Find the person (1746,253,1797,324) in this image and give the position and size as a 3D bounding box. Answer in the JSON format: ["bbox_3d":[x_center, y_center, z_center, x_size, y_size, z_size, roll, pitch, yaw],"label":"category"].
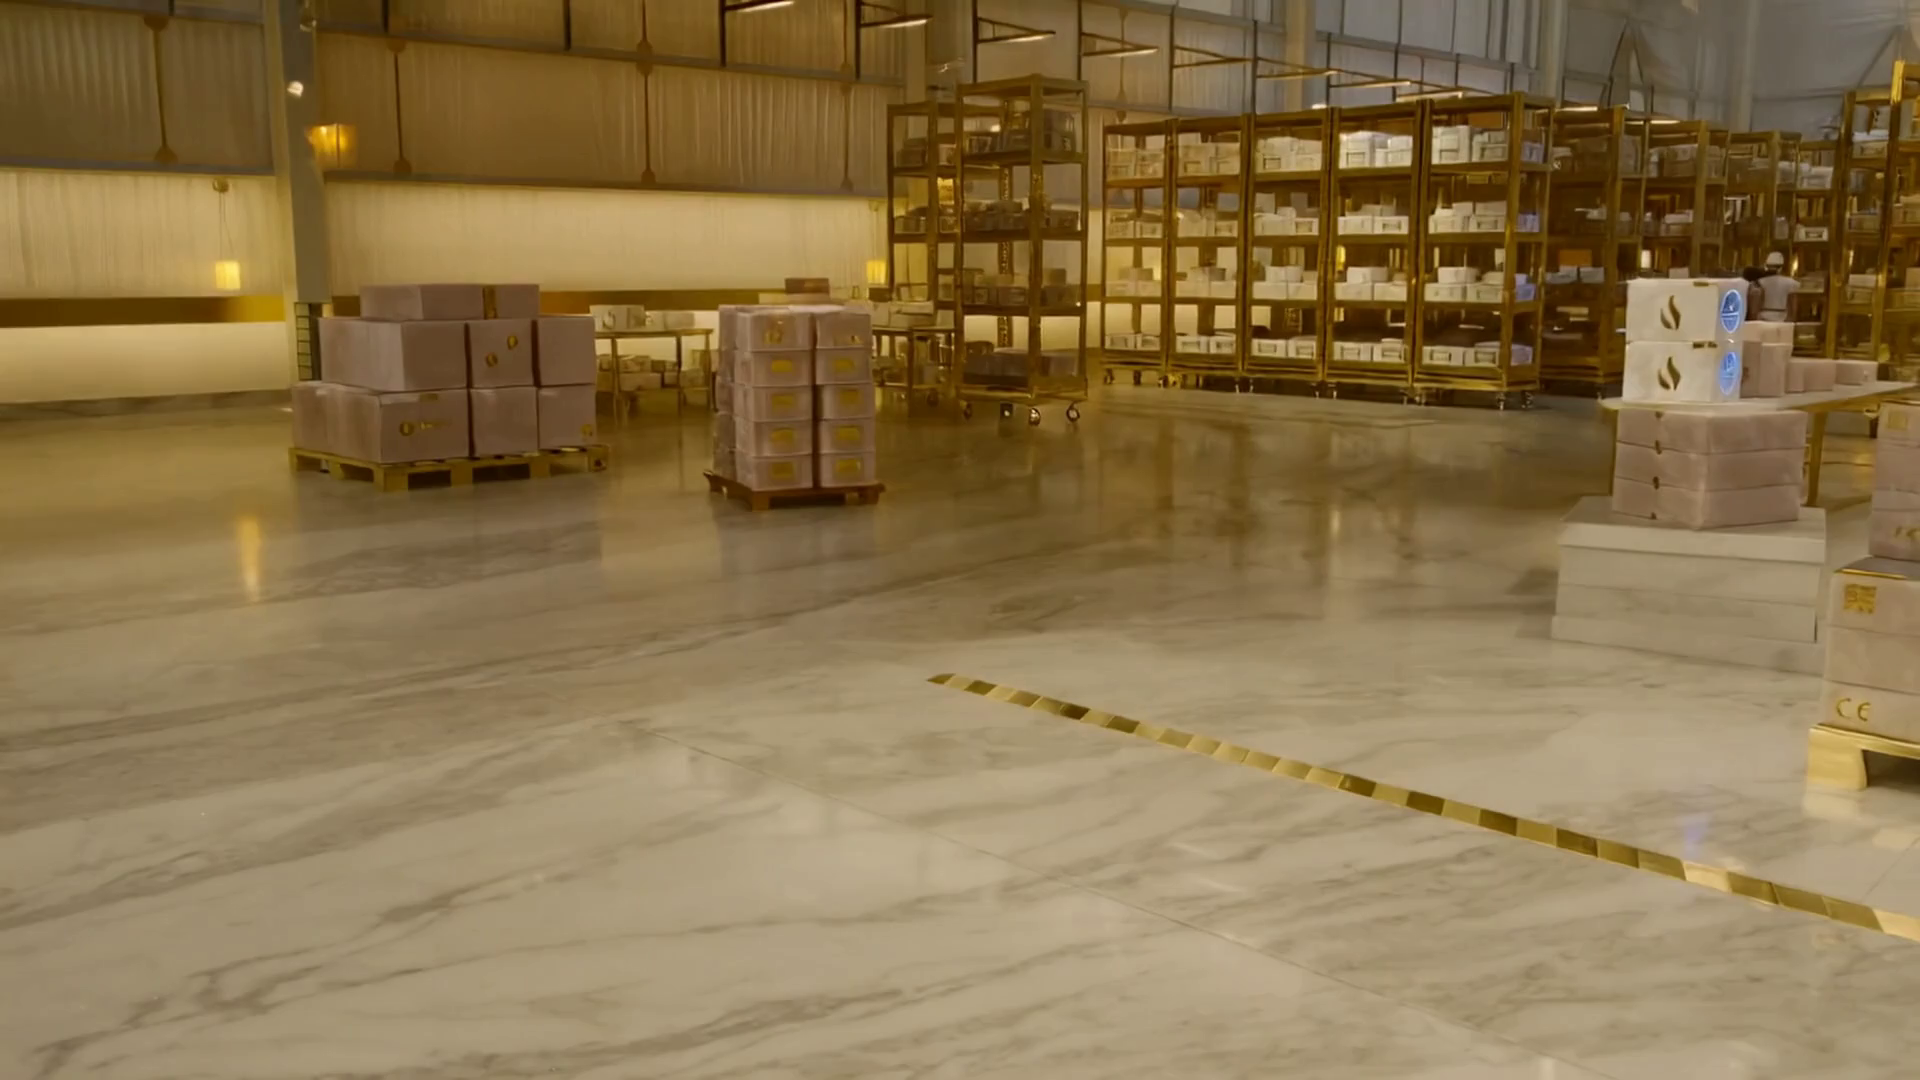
[{"bbox_3d":[9.925,-2.598,20.413,0.586,1.822,0.403,2,10,9],"label":"person"}]
